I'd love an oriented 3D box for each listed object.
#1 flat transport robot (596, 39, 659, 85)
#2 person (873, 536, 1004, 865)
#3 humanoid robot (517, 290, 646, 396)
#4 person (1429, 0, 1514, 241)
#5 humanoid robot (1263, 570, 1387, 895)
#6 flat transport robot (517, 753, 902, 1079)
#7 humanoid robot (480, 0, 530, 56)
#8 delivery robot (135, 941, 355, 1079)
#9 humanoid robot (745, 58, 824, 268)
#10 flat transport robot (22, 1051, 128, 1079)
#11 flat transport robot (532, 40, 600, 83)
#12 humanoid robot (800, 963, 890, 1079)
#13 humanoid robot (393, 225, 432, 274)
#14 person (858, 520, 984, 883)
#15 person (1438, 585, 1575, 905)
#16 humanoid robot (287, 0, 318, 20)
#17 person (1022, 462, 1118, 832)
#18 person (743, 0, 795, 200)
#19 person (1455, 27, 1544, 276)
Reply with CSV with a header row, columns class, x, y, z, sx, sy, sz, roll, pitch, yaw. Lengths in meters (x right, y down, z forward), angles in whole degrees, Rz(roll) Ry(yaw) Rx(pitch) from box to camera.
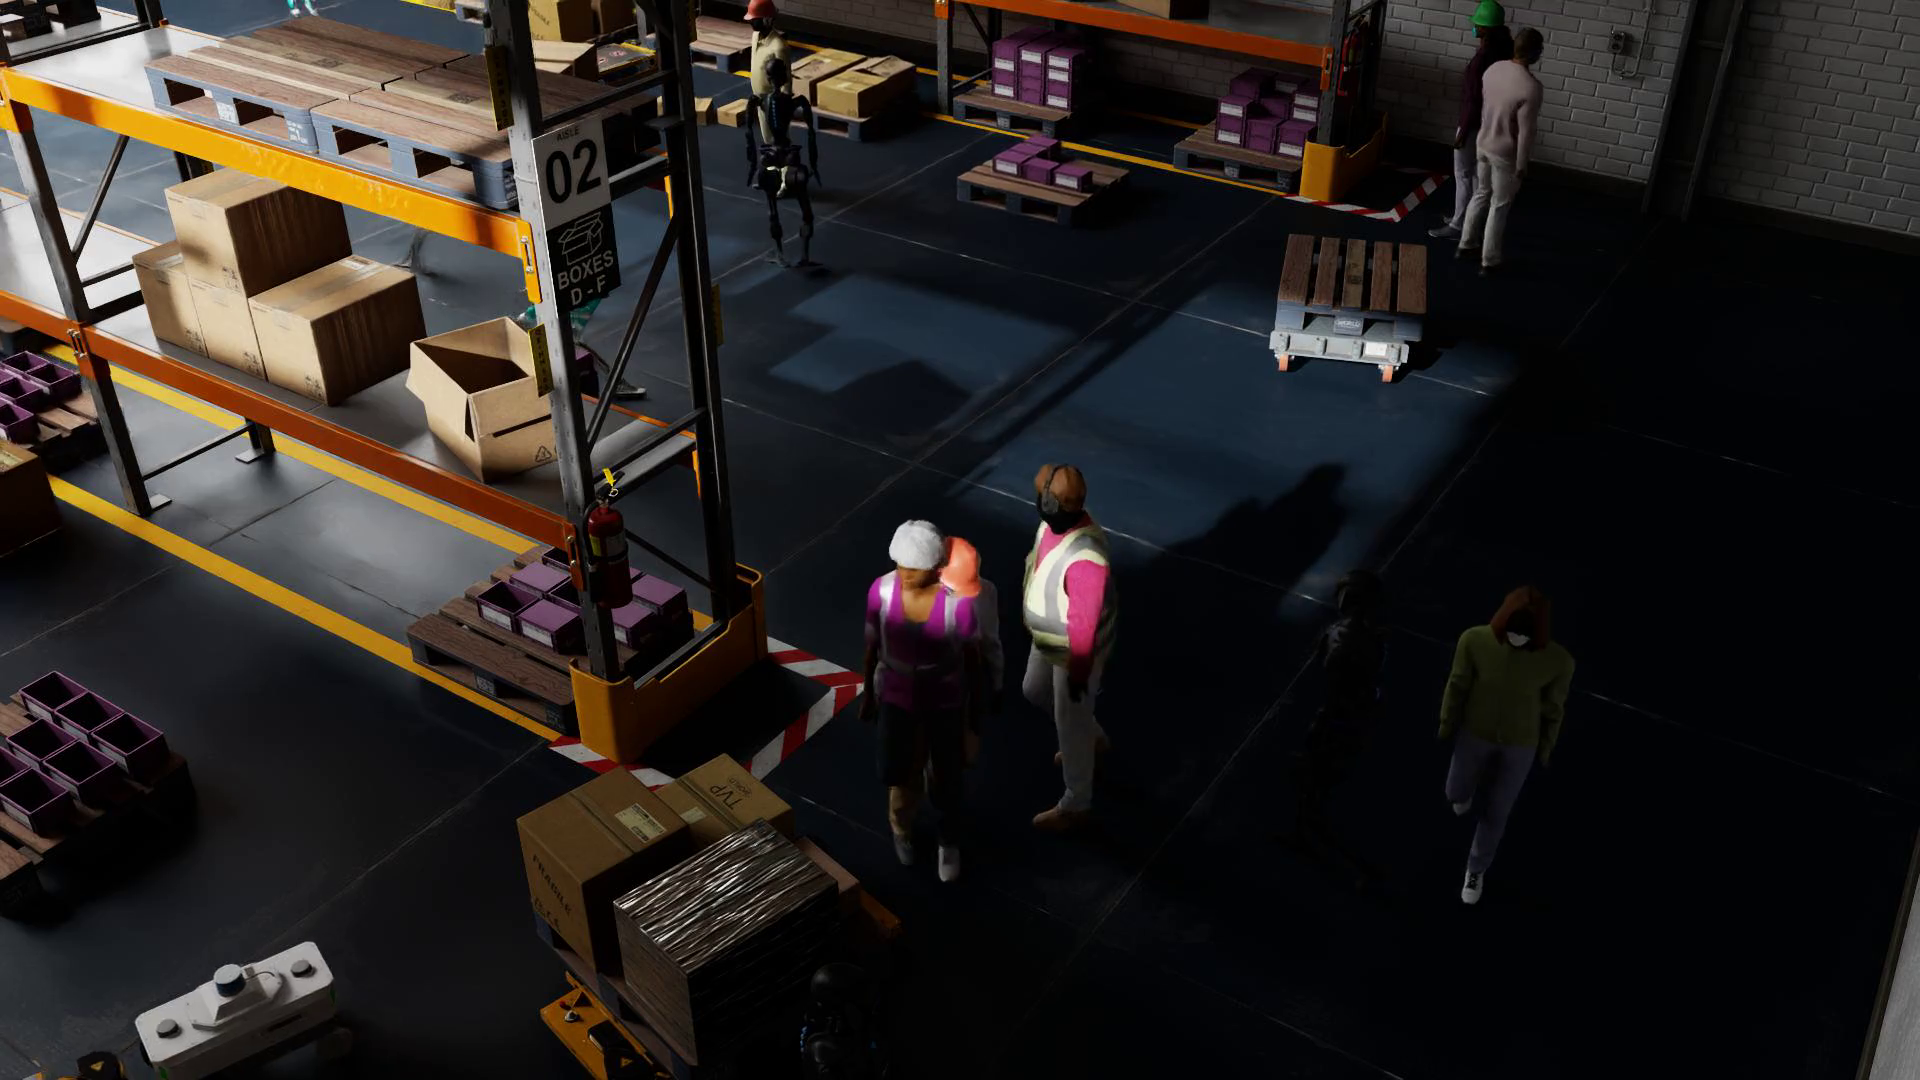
class,x,y,z,sx,sy,sz,roll,pitch,yaw
flat transport robot,-3.752,-4.960,17.496,0.659,0.231,1.431,24,40,32
person,-0.113,0.663,7.530,0.613,1.708,0.534,-13,35,-20
humanoid robot,-2.725,-1.739,11.248,1.018,1.777,0.531,4,33,6
person,4.216,-3.405,13.567,0.423,1.949,0.498,22,39,30
humanoid robot,1.691,0.824,7.334,0.612,1.635,0.610,20,38,27
flat transport robot,-0.999,1.806,7.097,1.431,0.231,0.659,-26,41,-34
humanoid robot,-4.529,-4.887,16.092,1.046,1.751,0.532,22,39,30
delivery robot,-2.852,1.931,6.630,0.759,0.579,0.499,-22,39,-30
humanoid robot,-1.404,-2.926,13.088,0.612,1.644,0.485,3,33,4
flat transport robot,-3.795,2.445,6.116,1.431,0.231,0.659,-19,38,-26
flat transport robot,-3.773,-3.675,15.522,1.431,0.231,0.659,7,34,10
humanoid robot,-0.369,1.998,5.498,0.315,1.657,0.599,8,34,12
humanoid robot,-4.384,-2.894,13.018,0.628,1.833,0.547,10,34,15
person,-0.173,0.664,7.403,0.553,1.815,0.532,5,33,7
person,2.383,0.832,7.358,0.501,1.610,0.560,14,36,20
humanoid robot,-7.217,-6.074,17.971,0.546,1.902,0.725,-29,43,-36
person,0.519,0.472,7.747,0.470,1.805,0.655,-8,34,-13
person,-1.656,-3.822,14.386,0.341,1.748,0.572,-20,38,-27
person,4.257,-3.038,13.038,0.407,1.927,0.628,-13,35,-19
